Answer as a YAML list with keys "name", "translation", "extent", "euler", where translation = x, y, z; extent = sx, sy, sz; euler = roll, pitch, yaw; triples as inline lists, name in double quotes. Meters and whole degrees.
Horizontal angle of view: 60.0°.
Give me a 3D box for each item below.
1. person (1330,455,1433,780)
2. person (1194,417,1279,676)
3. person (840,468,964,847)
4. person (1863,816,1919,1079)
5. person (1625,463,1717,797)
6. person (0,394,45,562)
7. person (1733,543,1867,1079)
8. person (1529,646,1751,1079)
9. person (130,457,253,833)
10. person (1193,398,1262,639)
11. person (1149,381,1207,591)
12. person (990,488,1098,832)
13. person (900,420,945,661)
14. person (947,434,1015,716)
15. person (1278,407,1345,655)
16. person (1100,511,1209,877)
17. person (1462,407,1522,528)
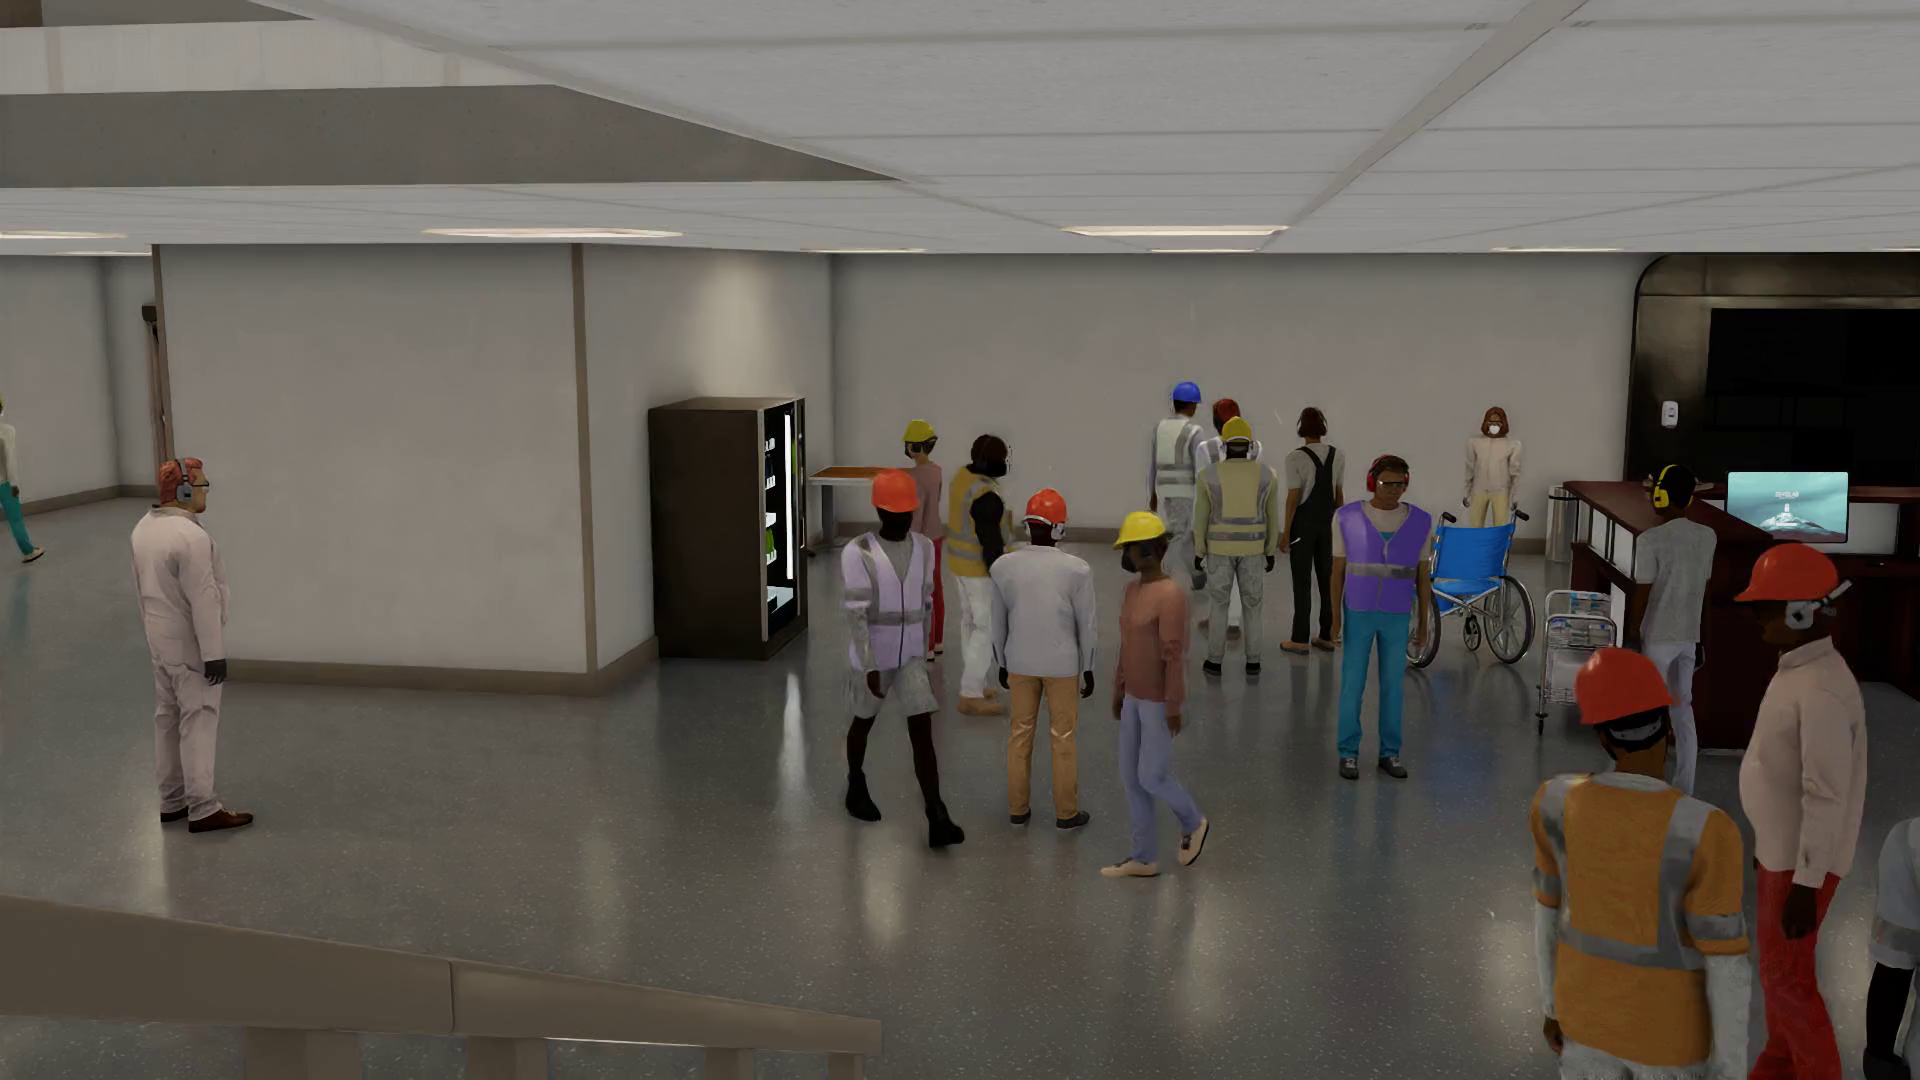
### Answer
- name: "person"
  translation: [2.359, 0.428, 9.360]
  extent: [0.562, 1.833, 0.419]
  euler: [0, 9, 1]
- name: "person"
  translation: [1.933, 0.049, 11.690]
  extent: [0.597, 1.829, 0.404]
  euler: [0, 9, 0]
- name: "person"
  translation: [-0.329, 0.573, 8.318]
  extent: [0.549, 1.876, 1.045]
  euler: [-5, 11, -29]
- name: "person"
  translation: [2.401, 1.267, 3.817]
  extent: [0.617, 1.951, 0.385]
  euler: [6, 11, 34]
- name: "person"
  translation: [3.657, 0.533, 8.620]
  extent: [0.508, 1.862, 0.326]
  euler: [-4, 10, -22]
- name: "person"
  translation: [-9.198, -0.584, 15.910]
  extent: [0.547, 1.725, 0.872]
  euler: [0, 9, 1]
- name: "person"
  translation: [2.698, 1.000, 5.376]
  extent: [0.495, 1.979, 0.650]
  euler: [3, 10, 21]
- name: "person"
  translation: [1.712, 1.224, 4.236]
  extent: [0.428, 1.900, 0.595]
  euler: [-9, 13, -43]
- name: "person"
  translation: [-3.927, 0.527, 8.505]
  extent: [0.651, 1.906, 0.401]
  euler: [8, 12, 40]
- name: "person"
  translation: [2.070, -0.169, 12.914]
  extent: [0.608, 1.874, 0.533]
  euler: [-2, 10, -15]
- name: "person"
  translation: [1.980, -0.423, 14.416]
  extent: [0.977, 1.883, 0.639]
  euler: [-6, 11, -31]
- name: "person"
  translation: [0.434, 0.610, 8.462]
  extent: [0.561, 1.752, 0.324]
  euler: [3, 10, 20]
- name: "person"
  translation: [-0.288, 0.006, 12.151]
  extent: [0.314, 1.769, 0.524]
  euler: [3, 10, 18]
- name: "person"
  translation: [0.138, 0.210, 10.786]
  extent: [0.444, 1.808, 0.681]
  euler: [-3, 10, -18]
- name: "person"
  translation: [2.613, -0.068, 12.367]
  extent: [0.517, 1.840, 0.326]
  euler: [-4, 10, -23]
- name: "person"
  translation: [0.927, 0.734, 7.796]
  extent: [0.530, 1.725, 0.574]
  euler: [-4, 10, -22]
- name: "person"
  translation: [4.828, -0.401, 15.113]
  extent: [0.504, 1.627, 0.285]
  euler: [5, 10, 27]
